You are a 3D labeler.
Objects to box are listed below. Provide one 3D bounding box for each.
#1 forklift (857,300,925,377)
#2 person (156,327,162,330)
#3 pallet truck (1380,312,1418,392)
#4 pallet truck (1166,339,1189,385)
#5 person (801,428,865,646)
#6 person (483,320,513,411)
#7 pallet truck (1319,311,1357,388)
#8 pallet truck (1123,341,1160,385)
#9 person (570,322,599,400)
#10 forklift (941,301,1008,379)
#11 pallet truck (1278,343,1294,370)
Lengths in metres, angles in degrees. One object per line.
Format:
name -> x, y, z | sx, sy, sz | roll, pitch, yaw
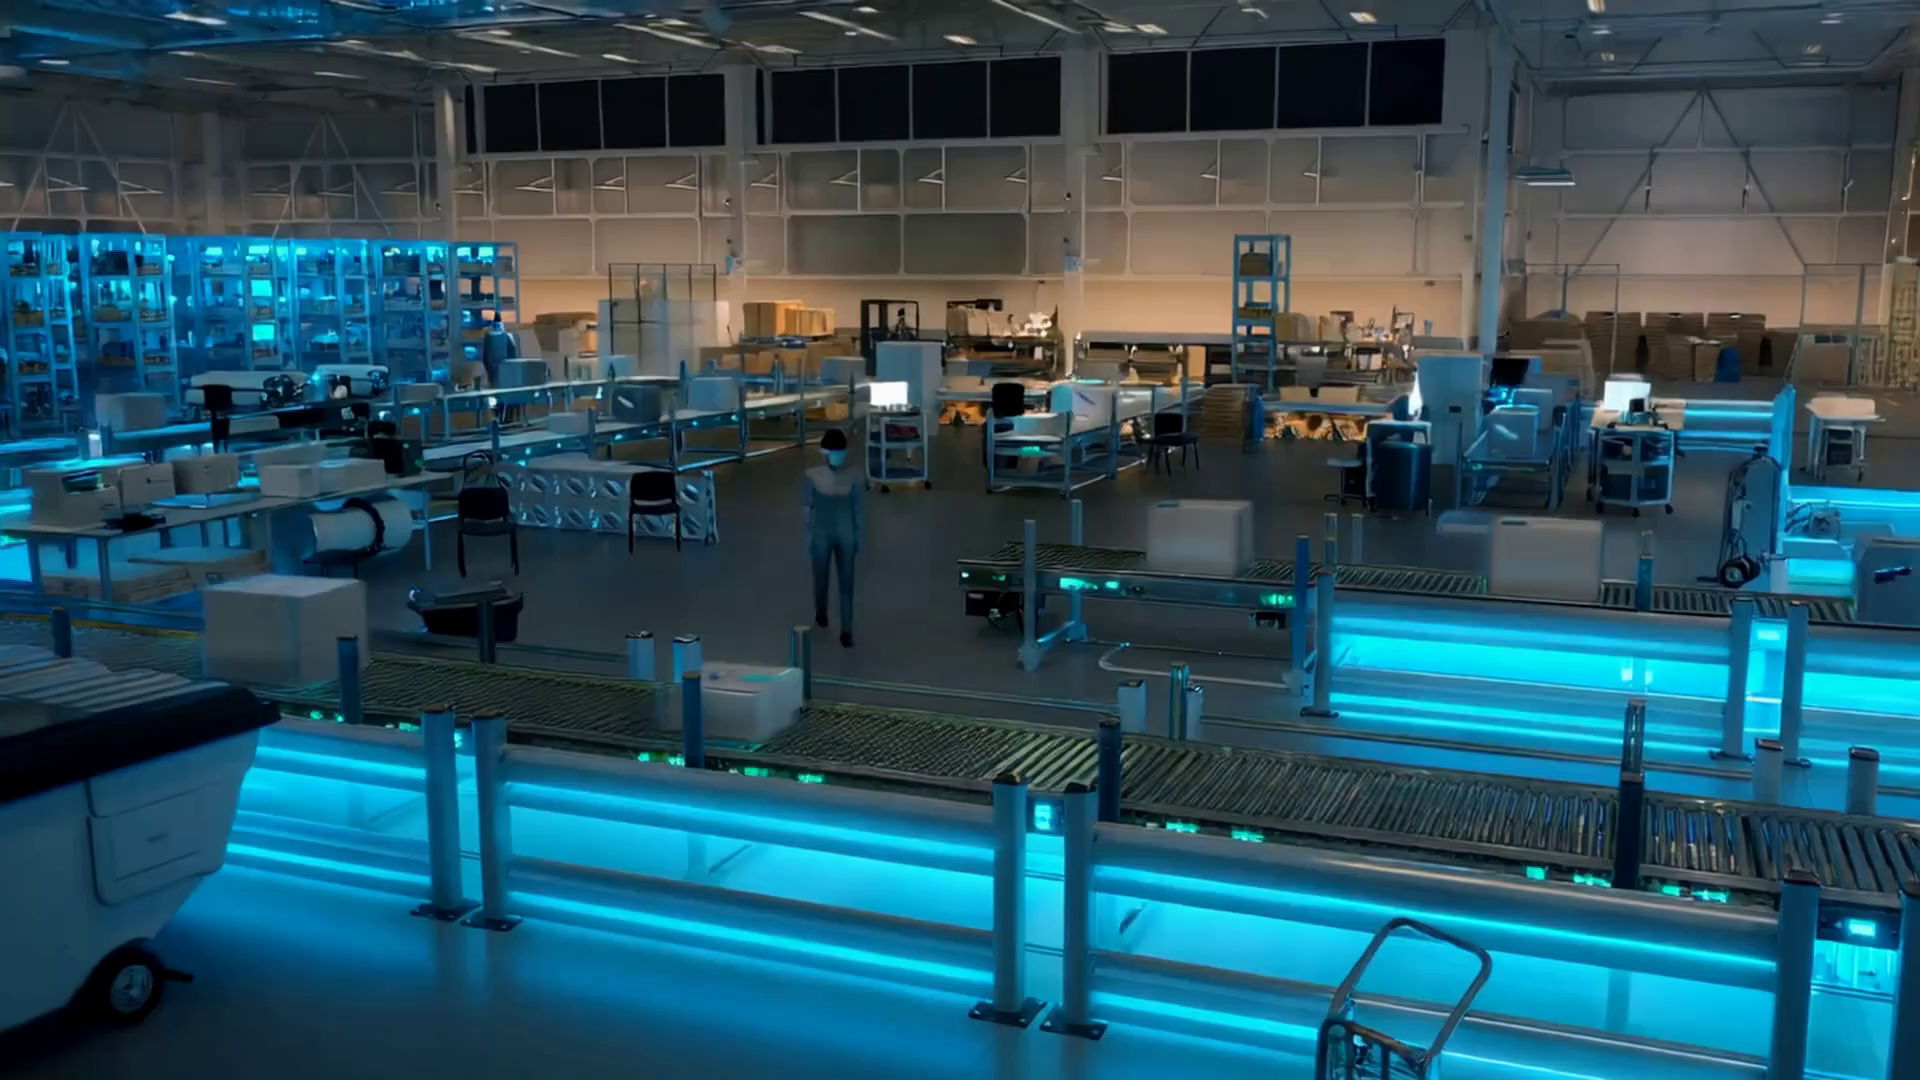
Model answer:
forklift -> -1.732, -5.109, 42.468 | 1.157, 1.987, 2.680 | 4, 10, 22
person -> -17.886, -4.003, 37.190 | 0.575, 1.830, 0.410 | -7, 12, -36
pallet truck -> 10.207, -4.283, 38.369 | 0.823, 1.965, 1.885 | 3, 10, 20
pallet truck -> 5.418, -4.269, 40.420 | 0.704, 1.261, 1.522 | 3, 10, 20
person -> -1.039, -0.062, 13.558 | 0.522, 1.737, 0.809 | -1, 9, -9
person -> -9.688, -3.654, 34.834 | 0.639, 1.908, 0.409 | 1, 9, 6
pallet truck -> 9.071, -4.419, 39.190 | 0.823, 1.965, 1.885 | 5, 10, 26
pallet truck -> 4.445, -4.380, 41.279 | 0.680, 1.201, 1.601 | 4, 10, 22
person -> -8.500, -4.050, 37.651 | 0.637, 1.780, 0.510 | -2, 10, -15
forklift -> 0.365, -4.966, 41.571 | 1.157, 1.987, 2.680 | 3, 10, 20
pallet truck -> 7.886, -4.163, 39.743 | 0.653, 1.274, 1.630 | 4, 10, 22
